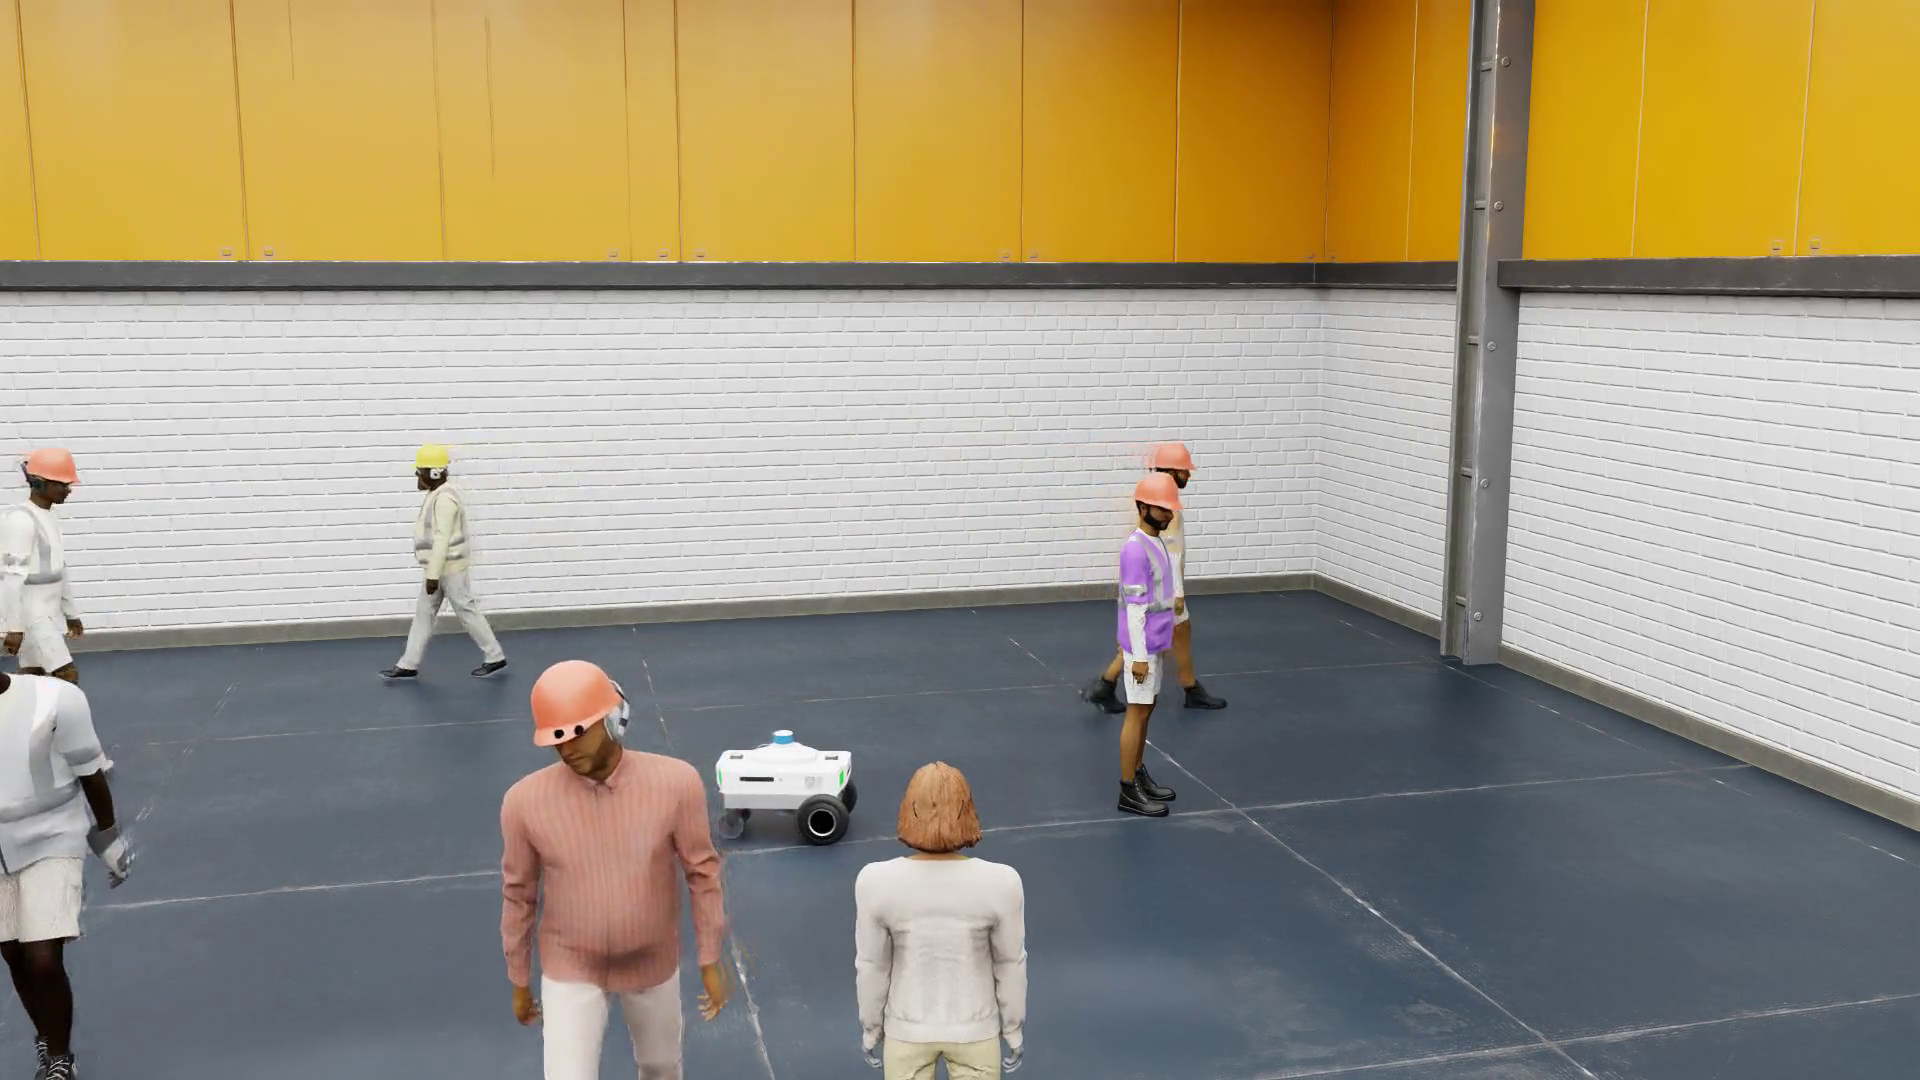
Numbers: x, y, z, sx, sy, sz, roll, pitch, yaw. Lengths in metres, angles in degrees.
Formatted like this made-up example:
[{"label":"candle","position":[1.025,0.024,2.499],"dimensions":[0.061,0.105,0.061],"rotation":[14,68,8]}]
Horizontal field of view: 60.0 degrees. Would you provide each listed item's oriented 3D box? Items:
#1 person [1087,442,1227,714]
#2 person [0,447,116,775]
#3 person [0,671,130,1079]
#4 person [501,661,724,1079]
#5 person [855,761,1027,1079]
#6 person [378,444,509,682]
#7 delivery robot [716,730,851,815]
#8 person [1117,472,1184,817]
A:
[{"label":"person","position":[1.343,0.268,11.421],"dimensions":[0.974,1.900,0.560],"rotation":[0,9,-2]},{"label":"person","position":[-5.432,0.449,9.984],"dimensions":[0.802,1.992,0.656],"rotation":[-3,10,-18]},{"label":"person","position":[-3.366,1.133,5.895],"dimensions":[0.652,1.928,0.680],"rotation":[-1,9,-5]},{"label":"person","position":[-1.041,1.267,5.117],"dimensions":[0.698,1.944,0.812],"rotation":[-3,10,-17]},{"label":"person","position":[-0.053,1.444,4.865],"dimensions":[0.501,1.636,0.277],"rotation":[0,9,1]},{"label":"person","position":[-3.831,0.174,12.342],"dimensions":[0.935,1.788,0.629],"rotation":[-4,10,-24]},{"label":"delivery robot","position":[-0.952,1.275,8.996],"dimensions":[0.707,0.478,0.477],"rotation":[0,9,2]},{"label":"person","position":[1.074,0.575,9.368],"dimensions":[0.361,1.931,0.553],"rotation":[3,9,16]}]
